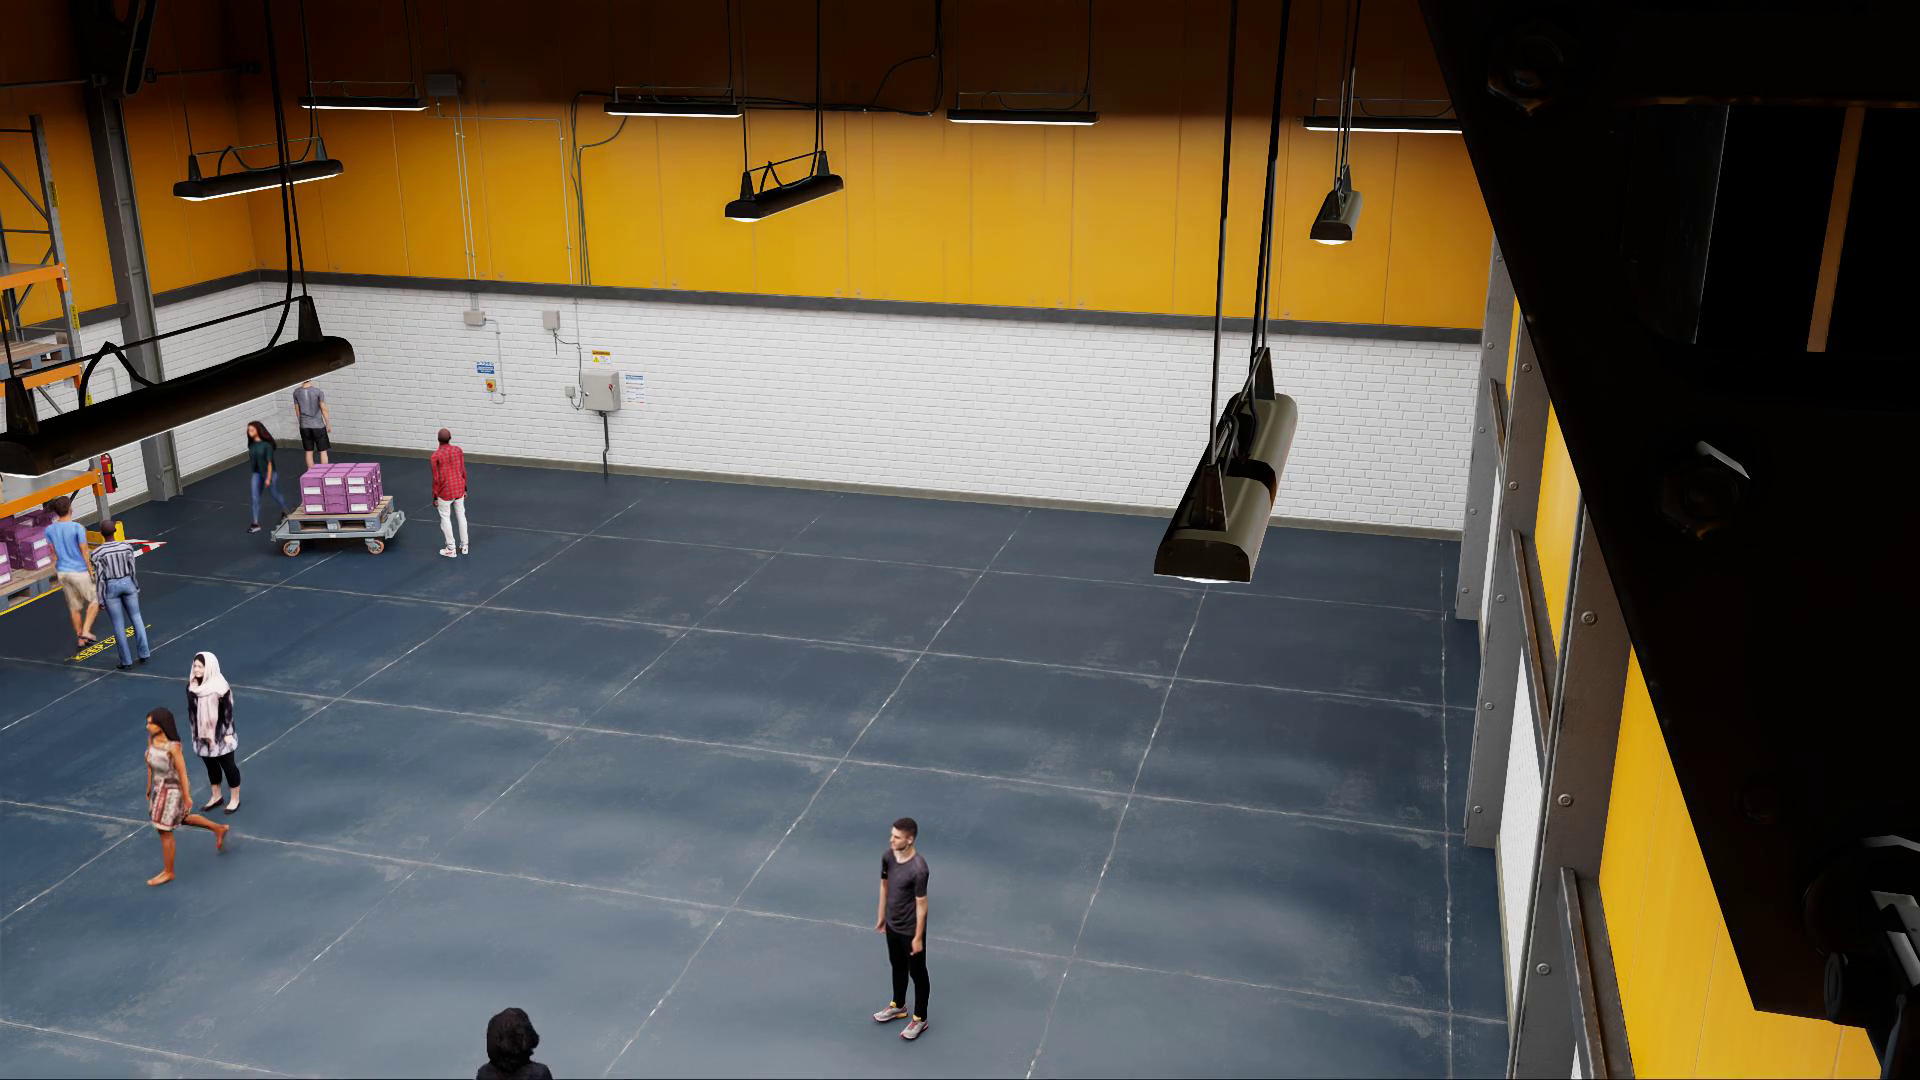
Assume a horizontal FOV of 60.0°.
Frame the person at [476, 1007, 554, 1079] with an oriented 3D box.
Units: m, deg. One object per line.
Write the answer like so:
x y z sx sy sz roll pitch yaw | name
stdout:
-2.646 3.693 10.047 0.753 1.819 0.962 0 19 1 | person

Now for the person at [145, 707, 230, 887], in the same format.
-6.921 2.208 14.765 0.904 1.621 1.149 14 23 36 | person

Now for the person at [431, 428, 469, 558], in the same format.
-7.056 -0.677 23.021 0.708 1.820 0.816 -17 25 -40 | person

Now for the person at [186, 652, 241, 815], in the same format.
-7.124 1.822 15.886 0.613 1.638 0.596 5 19 14 | person

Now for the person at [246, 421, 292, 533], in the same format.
-10.055 -0.945 24.202 0.580 1.574 1.066 5 19 14 | person

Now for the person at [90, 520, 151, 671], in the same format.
-9.698 0.625 19.196 0.762 1.794 0.638 15 24 38 | person

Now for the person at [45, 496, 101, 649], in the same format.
-10.539 0.418 19.719 0.729 1.852 0.775 1 19 3 | person

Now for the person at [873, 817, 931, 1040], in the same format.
-0.407 2.890 12.517 0.733 1.764 0.724 -16 24 -40 | person

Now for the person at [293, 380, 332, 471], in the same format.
-10.234 -1.799 26.273 0.708 1.871 0.645 0 19 1 | person
